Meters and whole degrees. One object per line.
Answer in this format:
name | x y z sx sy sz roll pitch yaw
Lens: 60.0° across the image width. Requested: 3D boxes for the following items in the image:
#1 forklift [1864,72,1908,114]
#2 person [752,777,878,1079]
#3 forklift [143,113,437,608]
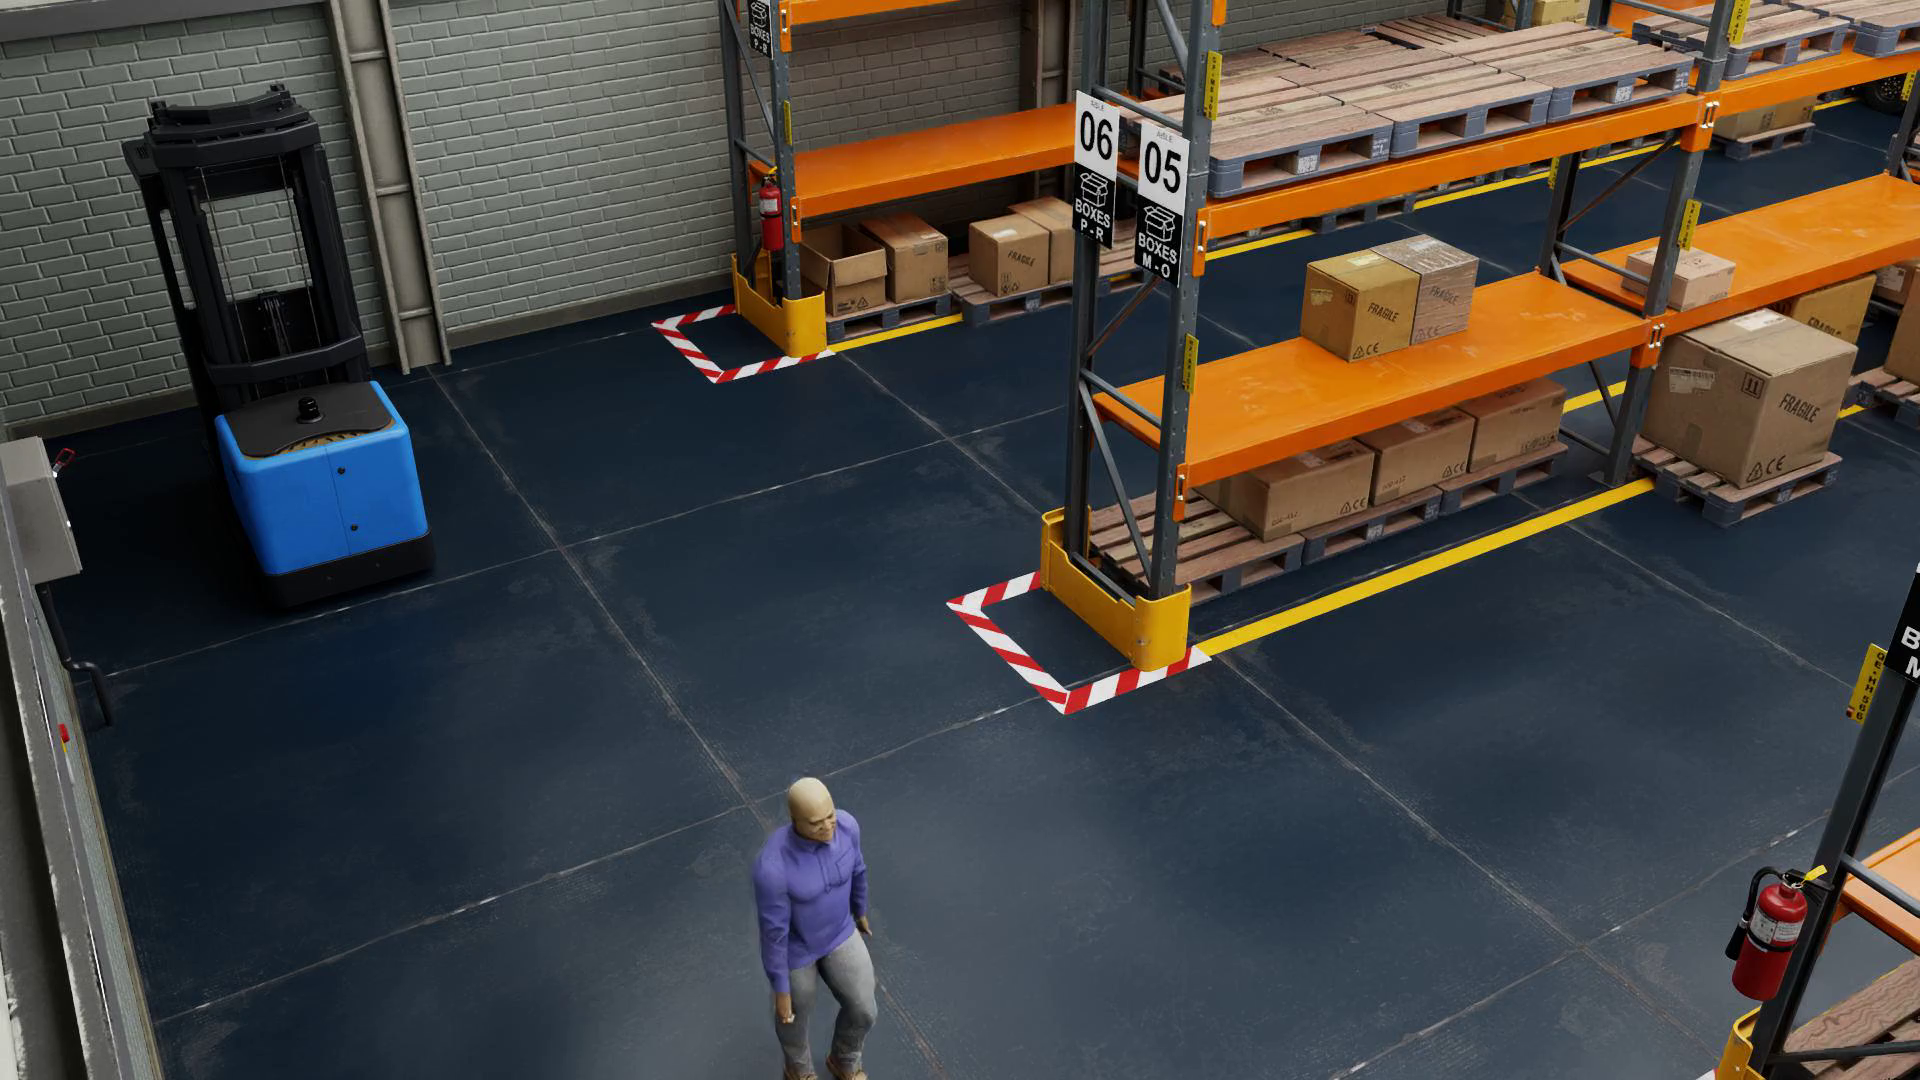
forklift | 11.468 -5.645 18.244 1.214 2.155 2.313 -17 36 -26
person | -0.571 1.681 6.789 0.593 1.782 0.566 -21 38 -31
forklift | -4.289 -1.259 10.509 1.129 2.768 1.873 -17 36 -26
